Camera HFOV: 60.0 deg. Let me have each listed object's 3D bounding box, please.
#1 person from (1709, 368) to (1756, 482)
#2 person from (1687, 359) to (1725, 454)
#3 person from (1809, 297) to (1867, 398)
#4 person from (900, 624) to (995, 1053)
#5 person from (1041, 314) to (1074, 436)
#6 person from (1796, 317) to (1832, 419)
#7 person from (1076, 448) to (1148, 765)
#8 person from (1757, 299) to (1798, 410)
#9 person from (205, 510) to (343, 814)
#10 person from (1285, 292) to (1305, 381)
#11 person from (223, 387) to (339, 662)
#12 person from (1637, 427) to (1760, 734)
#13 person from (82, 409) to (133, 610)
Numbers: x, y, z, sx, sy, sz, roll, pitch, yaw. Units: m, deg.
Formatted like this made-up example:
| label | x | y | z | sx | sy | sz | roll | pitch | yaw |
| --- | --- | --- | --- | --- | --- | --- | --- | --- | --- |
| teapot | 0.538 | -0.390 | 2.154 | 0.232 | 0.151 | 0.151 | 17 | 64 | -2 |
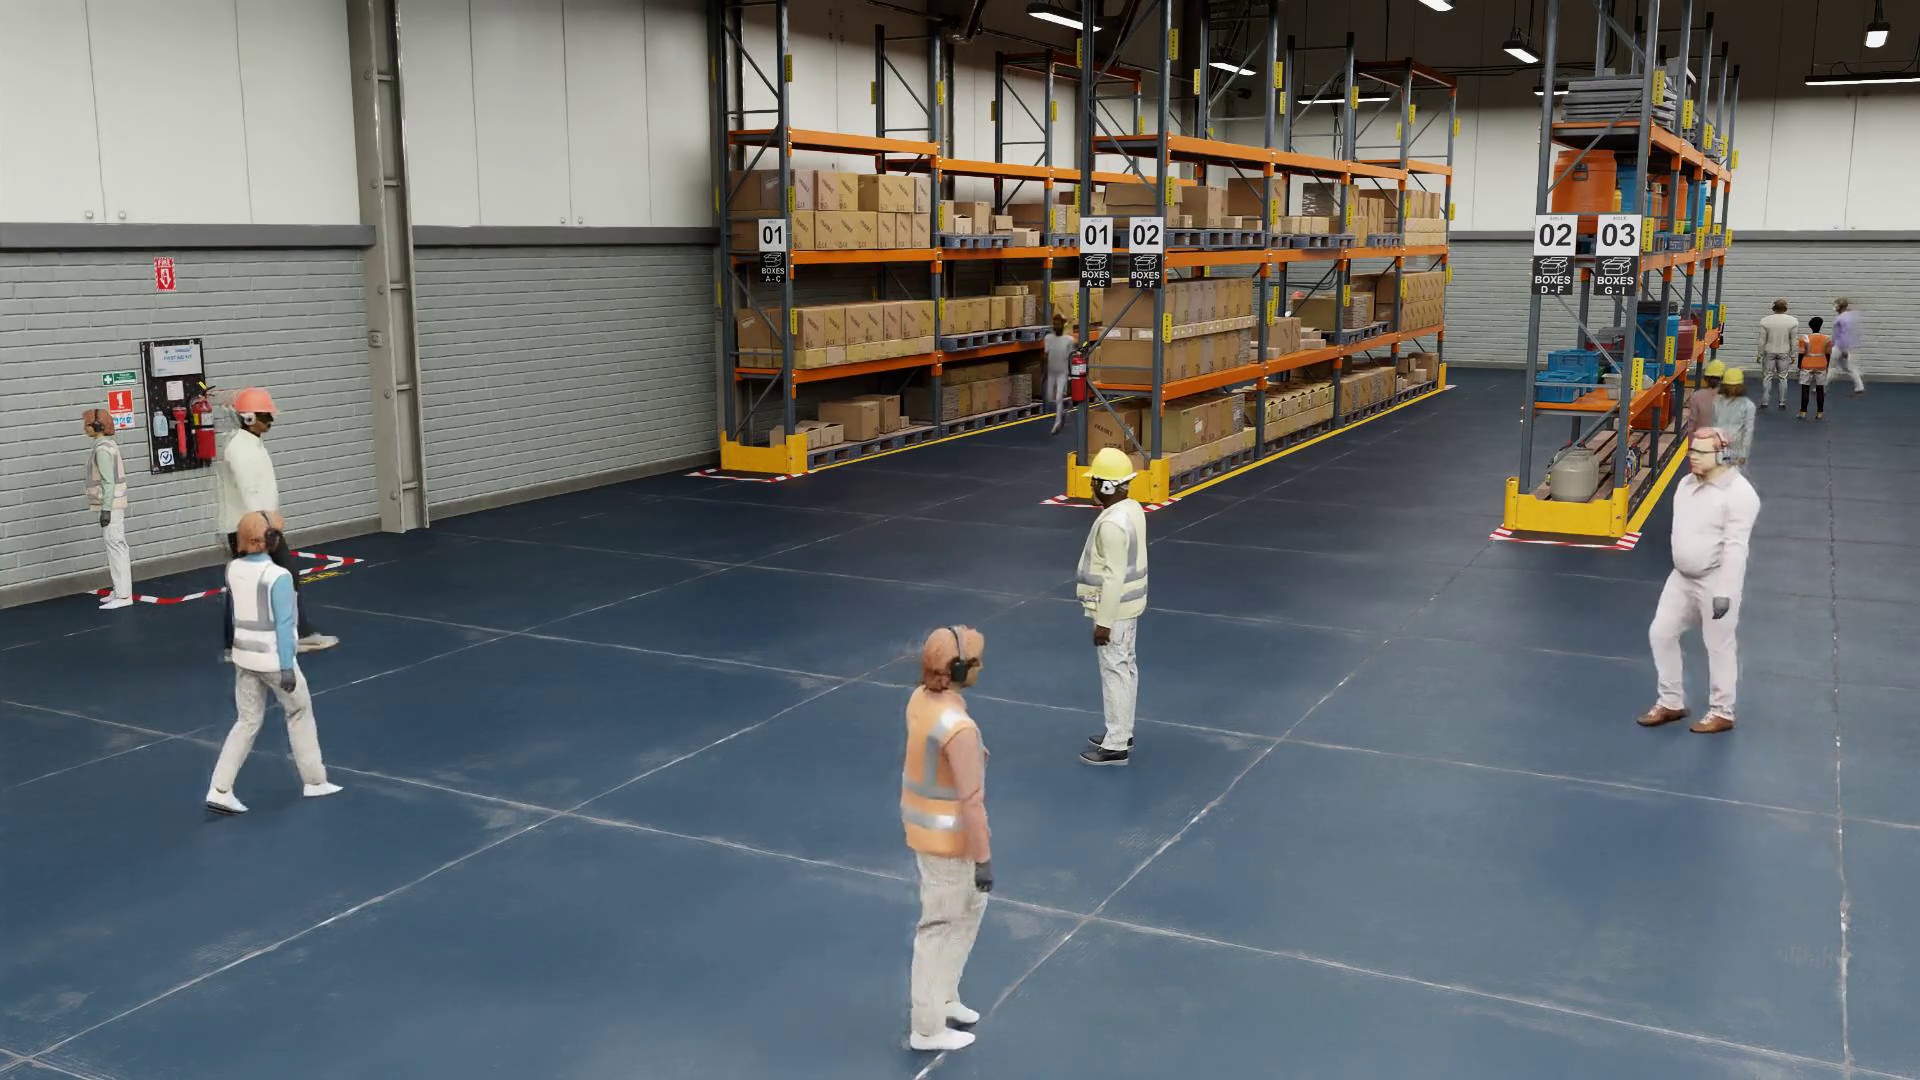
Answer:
| label | x | y | z | sx | sy | sz | roll | pitch | yaw |
| --- | --- | --- | --- | --- | --- | --- | --- | --- | --- |
| person | 7.812 | -0.902 | 16.942 | 0.898 | 1.690 | 0.492 | -8 | 13 | -38 |
| person | 8.053 | -1.073 | 17.757 | 0.527 | 1.737 | 0.737 | 7 | 12 | 33 |
| person | 16.540 | -3.604 | 31.181 | 1.035 | 1.897 | 0.627 | 6 | 12 | 30 |
| person | -0.005 | 1.110 | 6.152 | 0.460 | 1.621 | 0.545 | -3 | 11 | -18 |
| person | 1.506 | -2.537 | 25.435 | 0.533 | 1.857 | 0.630 | 6 | 12 | 28 |
| person | 14.099 | -2.836 | 27.482 | 0.535 | 1.699 | 0.322 | 2 | 11 | 11 |
| person | 0.868 | 0.381 | 9.572 | 0.404 | 1.835 | 0.587 | 3 | 11 | 16 |
| person | 14.199 | -3.221 | 28.931 | 0.627 | 1.941 | 0.371 | 4 | 11 | 21 |
| person | -3.699 | 0.652 | 8.775 | 0.528 | 1.623 | 0.764 | 6 | 12 | 30 |
| person | 5.984 | -3.388 | 29.577 | 0.605 | 2.036 | 0.393 | 5 | 11 | 24 |
| person | -4.886 | -0.096 | 11.837 | 0.869 | 1.964 | 0.621 | -1 | 10 | -6 |
| person | 4.468 | 0.260 | 10.099 | 0.675 | 1.883 | 0.665 | -4 | 11 | -19 |
| person | -6.955 | -0.256 | 13.578 | 0.308 | 1.639 | 0.524 | -5 | 11 | -24 |
